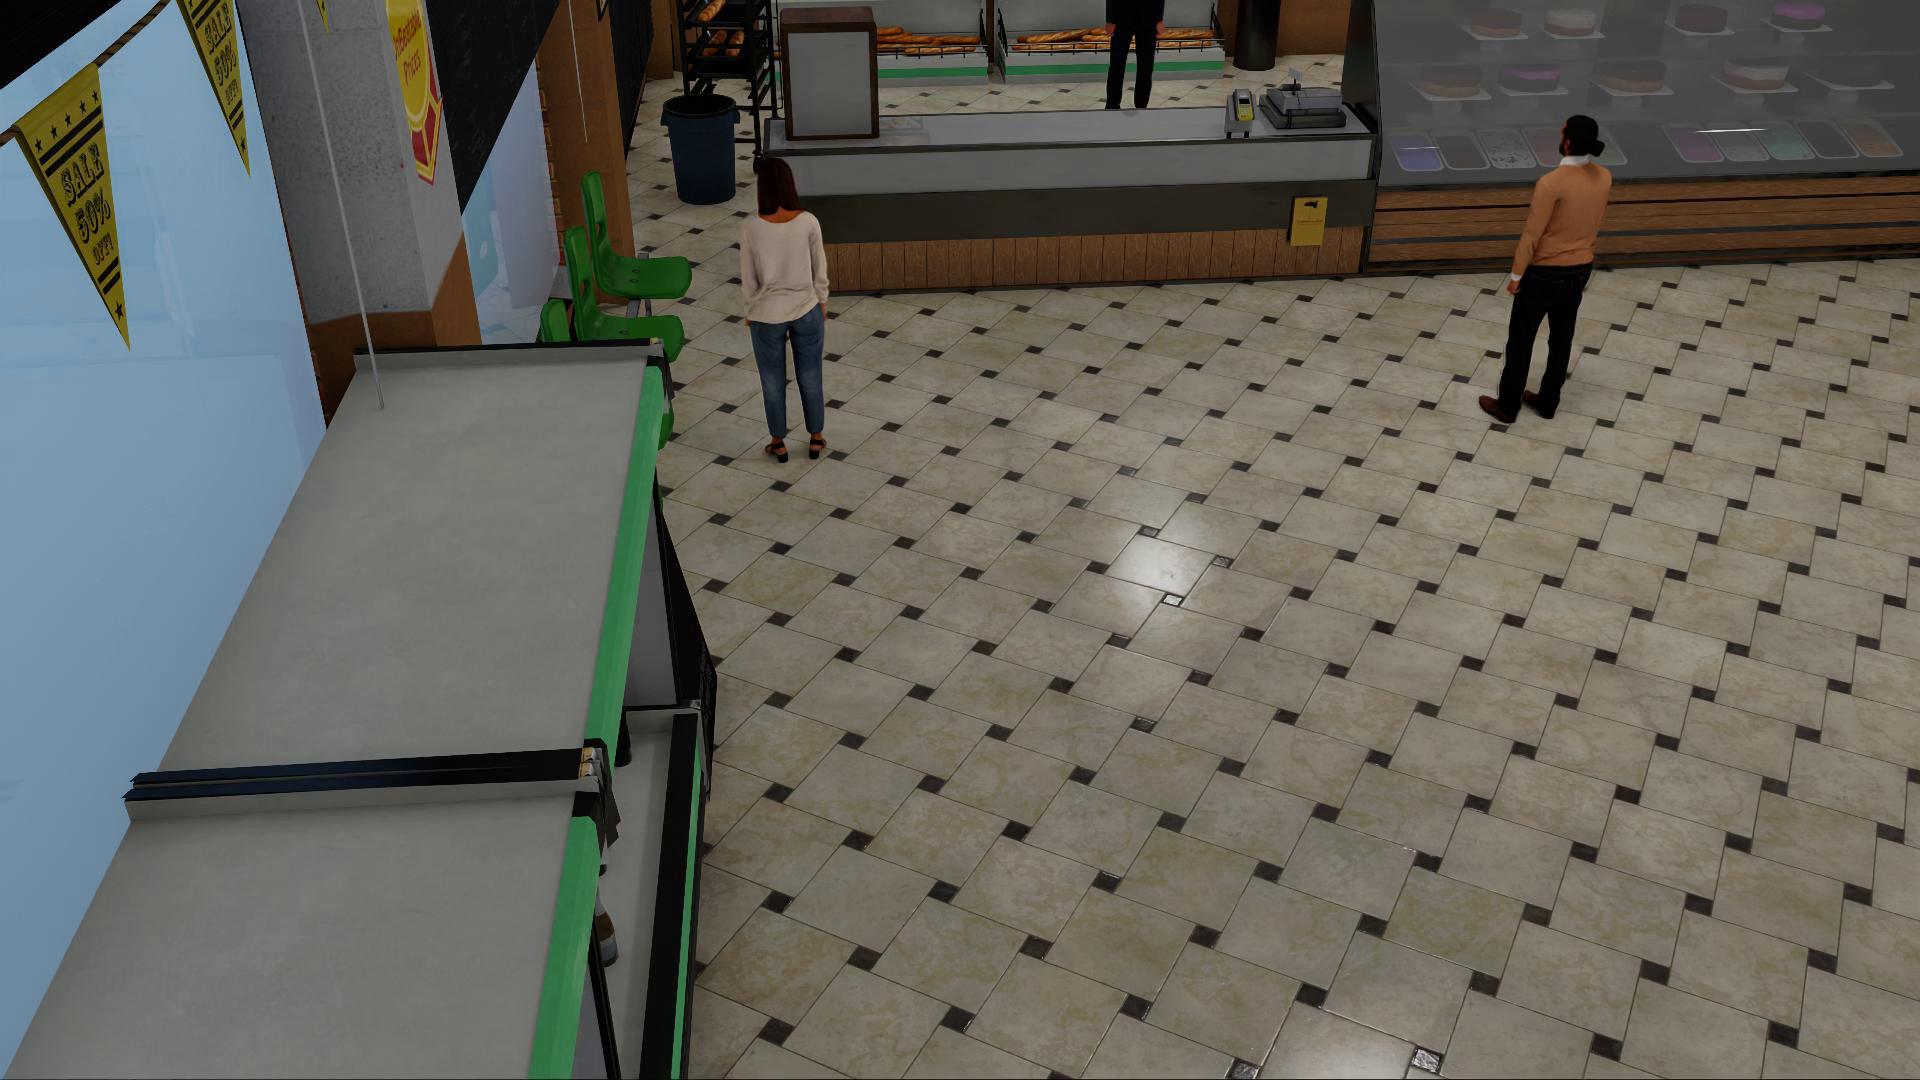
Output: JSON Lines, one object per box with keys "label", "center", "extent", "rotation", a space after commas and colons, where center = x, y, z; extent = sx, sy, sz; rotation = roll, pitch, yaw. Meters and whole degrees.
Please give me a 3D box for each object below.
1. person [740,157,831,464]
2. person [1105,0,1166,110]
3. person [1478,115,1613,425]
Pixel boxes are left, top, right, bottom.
{"label": "person", "center": [-0.914, -1.185, 8.739], "extent": [0.624, 1.678, 0.553], "rotation": [-5, 32, -8]}
{"label": "person", "center": [1.427, -4.237, 13.465], "extent": [0.625, 1.866, 0.547], "rotation": [-3, 32, -4]}
{"label": "person", "center": [3.277, -1.465, 9.115], "extent": [0.729, 1.754, 0.717], "rotation": [-11, 34, -17]}
